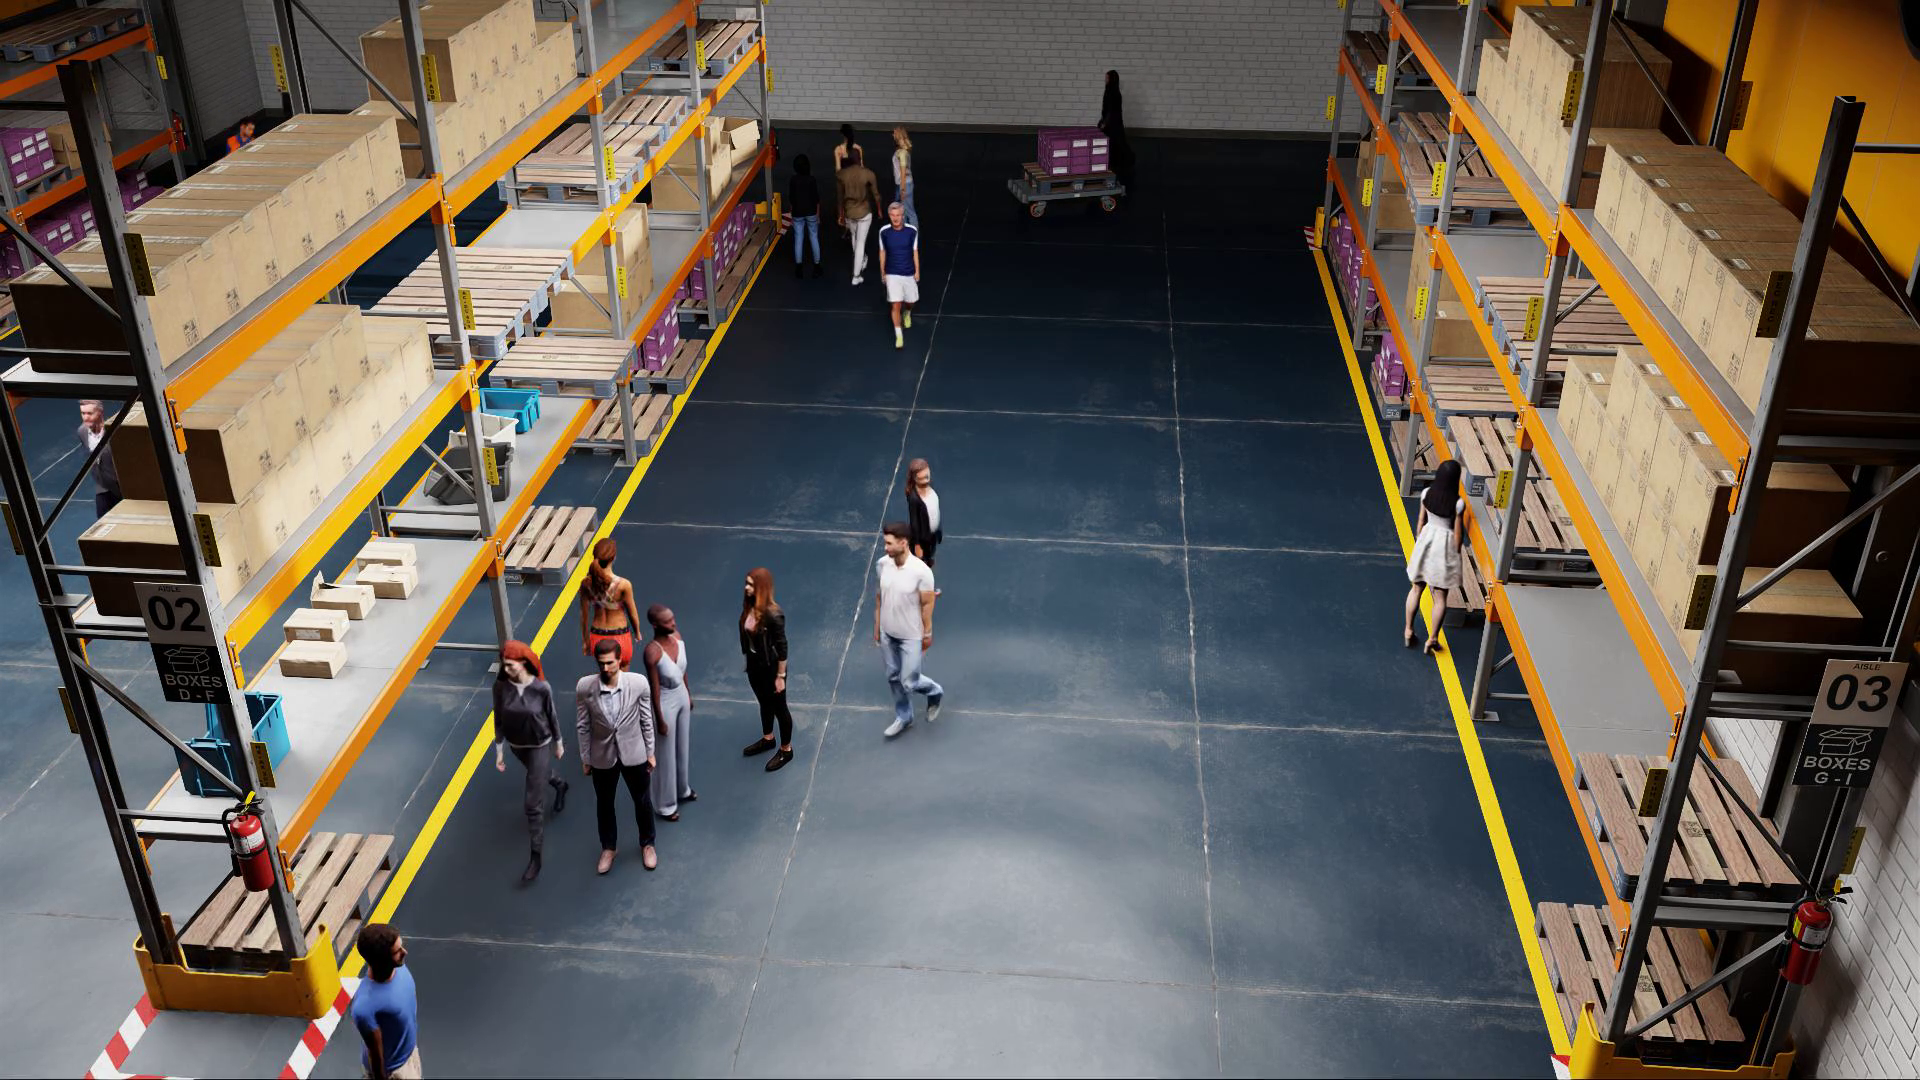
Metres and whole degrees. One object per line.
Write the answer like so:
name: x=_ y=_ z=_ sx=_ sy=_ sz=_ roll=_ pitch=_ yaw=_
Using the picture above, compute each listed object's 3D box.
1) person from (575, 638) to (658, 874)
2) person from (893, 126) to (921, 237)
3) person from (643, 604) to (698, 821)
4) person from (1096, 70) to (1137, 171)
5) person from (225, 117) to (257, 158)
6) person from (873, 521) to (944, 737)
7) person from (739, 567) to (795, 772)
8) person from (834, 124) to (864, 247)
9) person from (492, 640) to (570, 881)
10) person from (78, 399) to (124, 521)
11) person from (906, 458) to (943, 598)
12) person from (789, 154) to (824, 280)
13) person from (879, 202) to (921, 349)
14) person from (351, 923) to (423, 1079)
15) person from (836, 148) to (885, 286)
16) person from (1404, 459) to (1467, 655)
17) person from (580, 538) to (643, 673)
person: x=-2.377 y=1.475 z=11.590 sx=0.722 sy=1.853 sz=0.651 roll=-3 pitch=29 yaw=-6
person: x=-0.748 y=-5.043 z=23.683 sx=0.740 sy=1.714 sz=0.654 roll=-2 pitch=29 yaw=-4
person: x=-2.124 y=1.233 z=12.107 sx=0.685 sy=1.782 sz=0.537 roll=10 pitch=30 yaw=18
person: x=2.553 y=-6.814 z=27.056 sx=0.943 sy=1.595 sz=1.132 roll=-8 pitch=30 yaw=-14
person: x=-10.206 y=-5.119 z=23.701 sx=0.886 sy=1.831 sz=0.758 roll=0 pitch=29 yaw=1
person: x=-0.395 y=0.675 z=13.072 sx=0.880 sy=1.839 sz=0.955 roll=19 pitch=34 yaw=31
person: x=-1.458 y=0.952 z=12.696 sx=0.730 sy=1.712 sz=0.671 roll=-22 pitch=36 yaw=-35
person: x=-1.557 y=-5.015 z=23.630 sx=0.687 sy=1.717 sz=0.729 roll=-4 pitch=29 yaw=-7
person: x=-3.023 y=1.428 z=11.805 sx=0.635 sy=1.729 sz=1.237 roll=4 pitch=29 yaw=7
person: x=-7.681 y=-0.509 z=15.297 sx=0.725 sy=1.786 sz=1.196 roll=3 pitch=29 yaw=5
person: x=-0.326 y=-0.064 z=14.731 sx=0.811 sy=1.547 sz=0.633 roll=8 pitch=30 yaw=14
person: x=-2.095 y=-4.374 z=22.471 sx=0.599 sy=1.701 sz=0.579 roll=-2 pitch=29 yaw=-3
person: x=-0.729 y=-3.287 z=20.356 sx=0.737 sy=1.818 sz=0.993 roll=-2 pitch=29 yaw=-3
person: x=-3.187 y=2.834 z=9.119 sx=0.699 sy=1.834 sz=1.048 roll=2 pitch=29 yaw=3
person: x=-1.387 y=-4.288 z=22.224 sx=0.877 sy=1.787 sz=1.179 roll=8 pitch=30 yaw=15
person: x=4.047 y=0.132 z=14.140 sx=0.783 sy=1.769 sz=0.819 roll=22 pitch=36 yaw=35
person: x=-2.709 y=0.850 z=12.819 sx=0.589 sy=1.774 sz=0.753 roll=4 pitch=29 yaw=7
